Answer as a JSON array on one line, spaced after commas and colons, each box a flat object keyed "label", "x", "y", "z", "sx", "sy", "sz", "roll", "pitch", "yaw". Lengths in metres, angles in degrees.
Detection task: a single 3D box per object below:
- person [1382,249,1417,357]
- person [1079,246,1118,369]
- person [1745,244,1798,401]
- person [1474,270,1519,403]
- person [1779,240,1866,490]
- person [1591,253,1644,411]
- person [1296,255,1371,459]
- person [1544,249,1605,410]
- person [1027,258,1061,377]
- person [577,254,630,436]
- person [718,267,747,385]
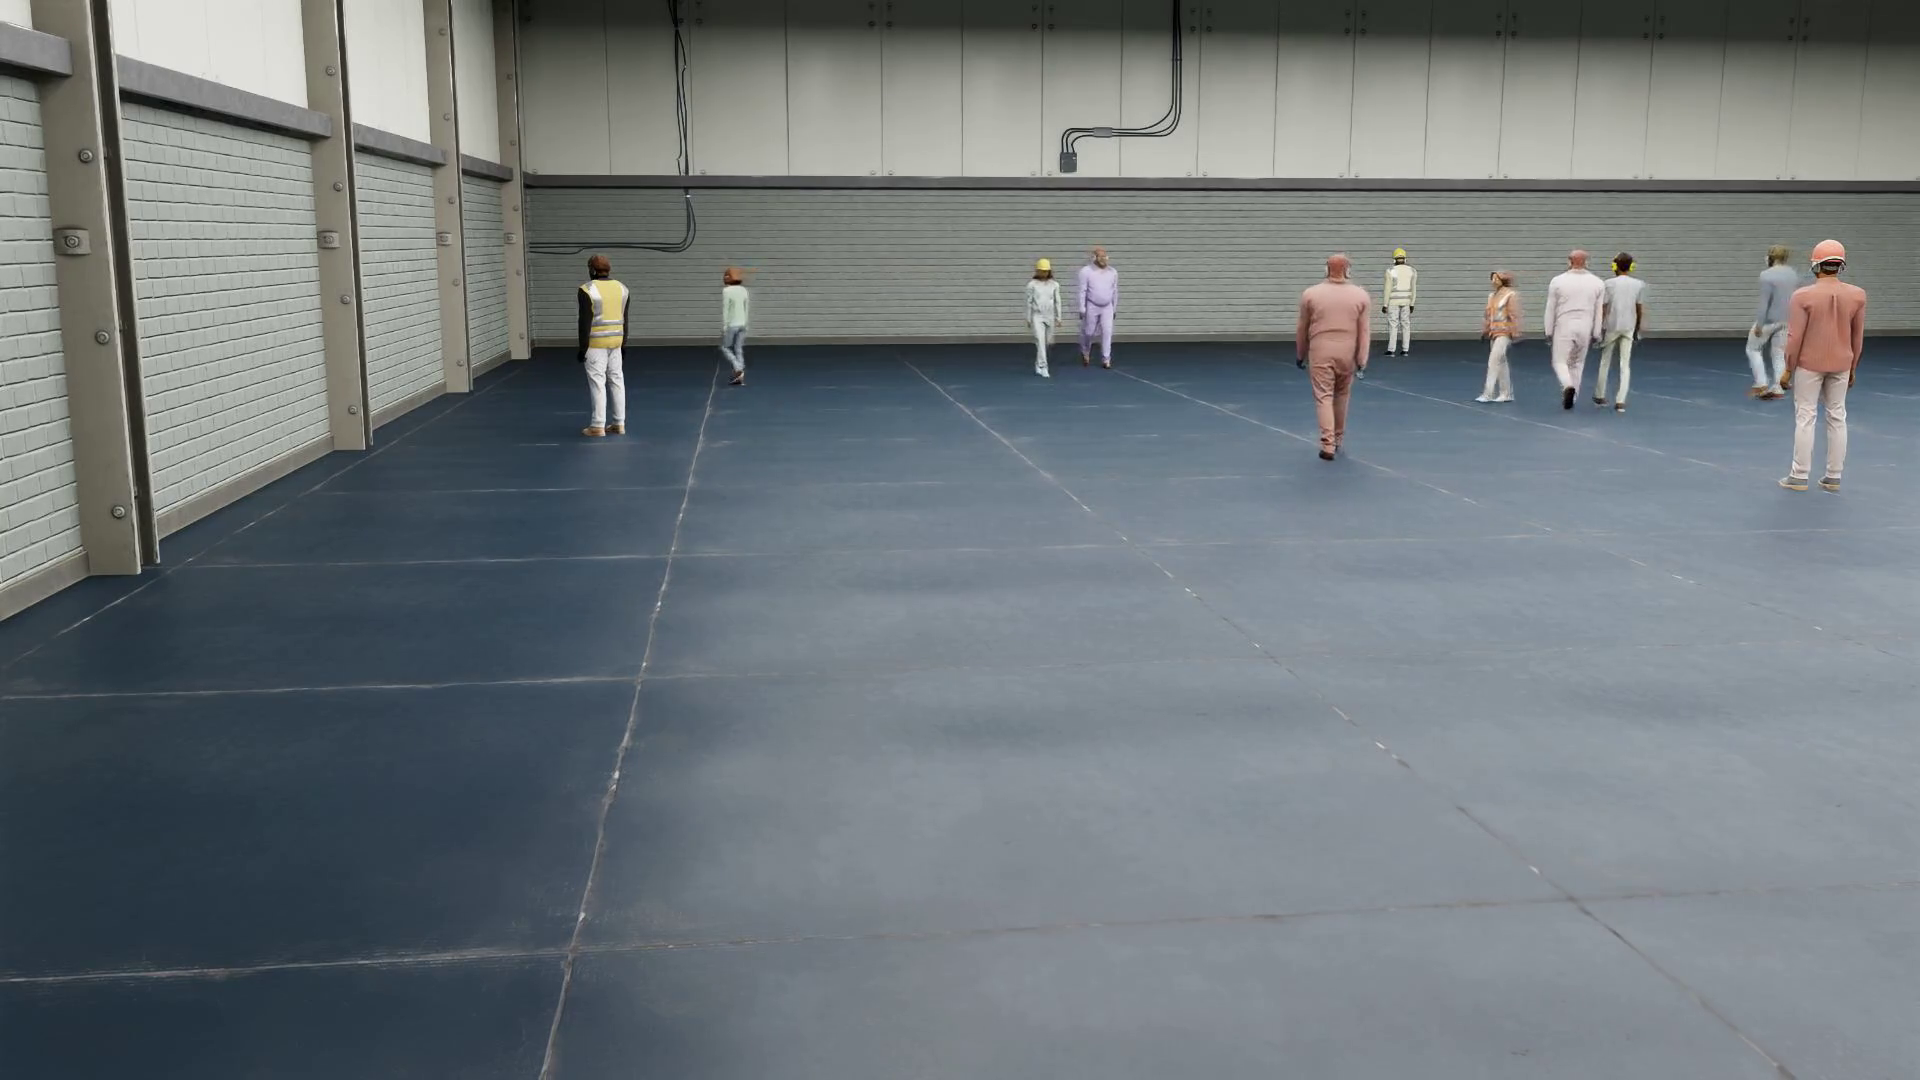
[{"label": "person", "x": 7.429, "y": -4.018, "z": 28.199, "sx": 0.601, "sy": 1.819, "sz": 0.404, "roll": -3, "pitch": 11, "yaw": -15}, {"label": "person", "x": 2.138, "y": -3.615, "z": 25.843, "sx": 0.649, "sy": 1.881, "sz": 0.857, "roll": -2, "pitch": 11, "yaw": -11}, {"label": "person", "x": 10.043, "y": -2.690, "z": 20.631, "sx": 0.664, "sy": 1.920, "sz": 0.568, "roll": -5, "pitch": 11, "yaw": -24}, {"label": "person", "x": 6.472, "y": -2.467, "z": 20.235, "sx": 0.711, "sy": 1.611, "sz": 0.547, "roll": -3, "pitch": 11, "yaw": -15}, {"label": "person", "x": 6.885, "y": -1.388, "z": 13.306, "sx": 0.608, "sy": 1.996, "sz": 0.382, "roll": 0, "pitch": 10, "yaw": 0}, {"label": "person", "x": 7.760, "y": -2.452, "z": 19.607, "sx": 0.539, "sy": 1.828, "sz": 0.922, "roll": 2, "pitch": 11, "yaw": 10}, {"label": "person", "x": 3.437, "y": -1.699, "z": 15.409, "sx": 0.641, "sy": 1.853, "sz": 0.979, "roll": 0, "pitch": 10, "yaw": 2}, {"label": "person", "x": 7.176, "y": -2.451, "z": 19.447, "sx": 0.656, "sy": 1.885, "sz": 0.783, "roll": 1, "pitch": 10, "yaw": 3}, {"label": "person", "x": 1.203, "y": -3.251, "z": 24.286, "sx": 0.492, "sy": 1.715, "sz": 0.798, "roll": -3, "pitch": 11, "yaw": -14}, {"label": "person", "x": -3.661, "y": -1.981, "z": 16.979, "sx": 0.429, "sy": 1.842, "sz": 0.635, "roll": 8, "pitch": 13, "yaw": 36}, {"label": "person", "x": -3.100, "y": -2.912, "z": 22.694, "sx": 0.339, "sy": 1.620, "sz": 0.516, "roll": 7, "pitch": 12, "yaw": 32}]
